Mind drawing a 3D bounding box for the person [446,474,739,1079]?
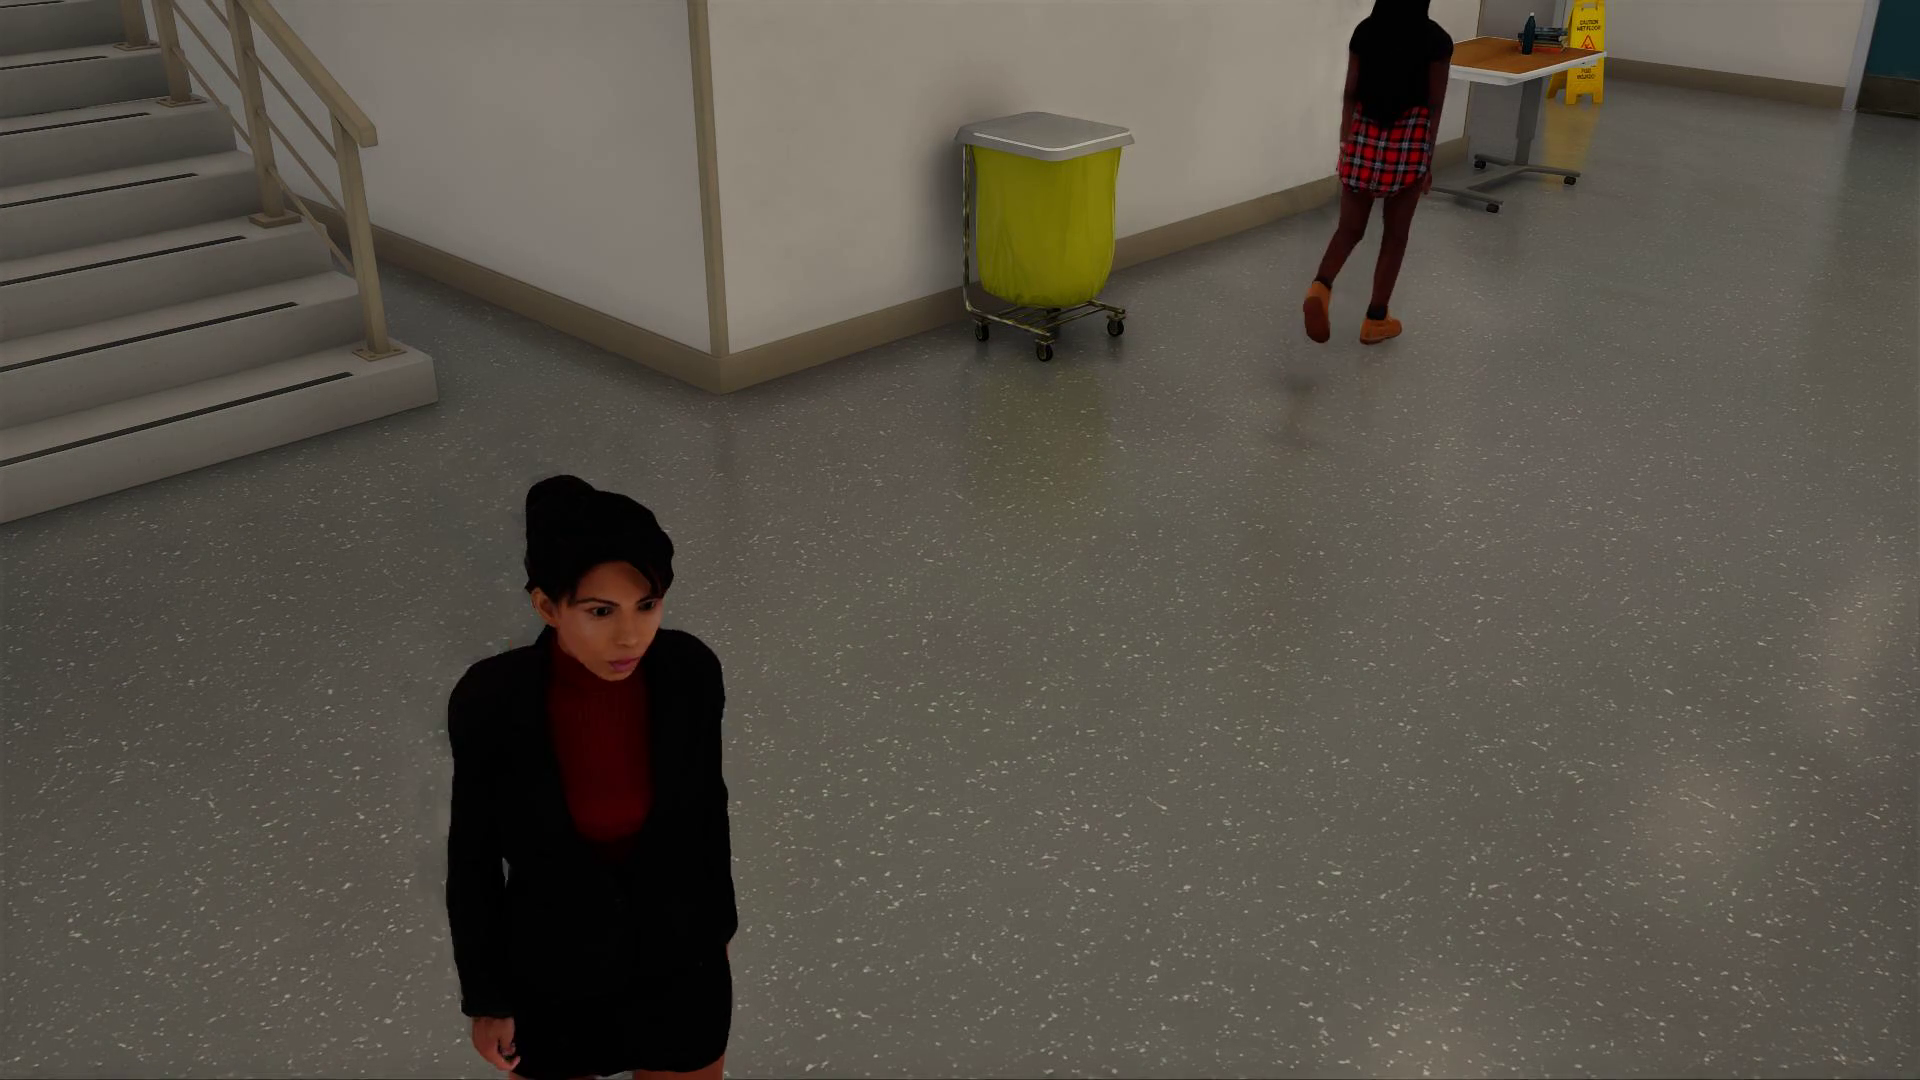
[{"bbox_3d":[-0.557,0.645,2.546,0.759,1.609,0.865,-6,26,-13],"label":"person"}]

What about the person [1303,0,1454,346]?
[{"bbox_3d":[1.783,-1.592,7.082,0.970,1.701,0.778,15,30,29],"label":"person"}]
